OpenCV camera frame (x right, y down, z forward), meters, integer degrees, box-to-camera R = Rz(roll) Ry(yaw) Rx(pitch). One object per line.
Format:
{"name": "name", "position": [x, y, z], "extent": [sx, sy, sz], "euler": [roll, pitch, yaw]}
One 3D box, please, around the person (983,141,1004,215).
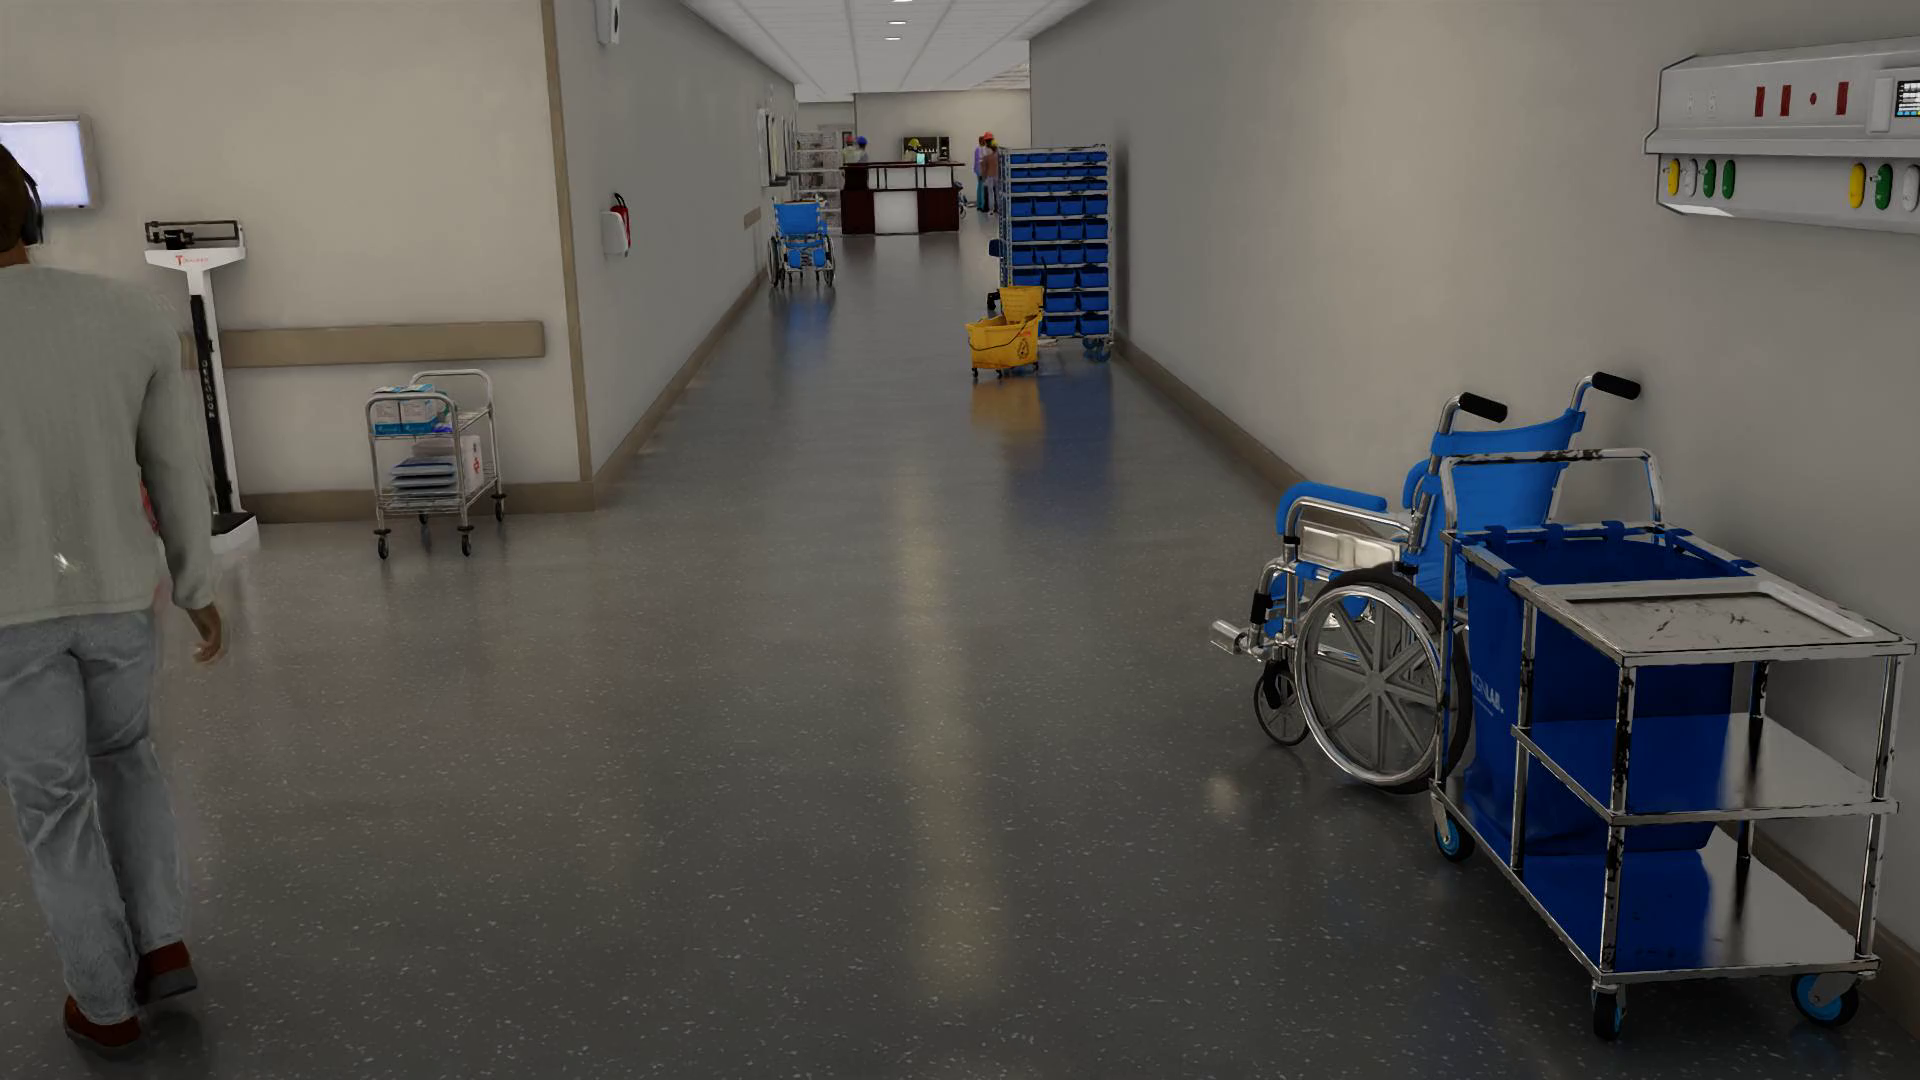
{"name": "person", "position": [0.817, -8.596, 39.506], "extent": [0.541, 1.722, 0.917], "euler": [0, 14, 8]}

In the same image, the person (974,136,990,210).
{"name": "person", "position": [0.556, -9.169, 41.616], "extent": [0.377, 1.842, 0.570], "euler": [-8, 15, -23]}

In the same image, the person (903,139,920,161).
{"name": "person", "position": [-1.093, -8.607, 39.551], "extent": [0.404, 1.825, 0.599], "euler": [-11, 17, -35]}

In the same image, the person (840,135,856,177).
{"name": "person", "position": [-3.221, -10.961, 49.180], "extent": [0.624, 1.966, 0.852], "euler": [-1, 14, 2]}

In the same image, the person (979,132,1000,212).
{"name": "person", "position": [0.722, -8.944, 40.493], "extent": [0.568, 1.933, 0.376], "euler": [3, 15, 20]}

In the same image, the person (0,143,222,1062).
{"name": "person", "position": [-1.882, 0.152, 3.421], "extent": [0.438, 1.925, 0.657], "euler": [11, 18, 41]}

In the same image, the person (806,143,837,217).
{"name": "person", "position": [-3.556, -8.825, 40.795], "extent": [1.020, 1.800, 0.530], "euler": [7, 16, 32]}
